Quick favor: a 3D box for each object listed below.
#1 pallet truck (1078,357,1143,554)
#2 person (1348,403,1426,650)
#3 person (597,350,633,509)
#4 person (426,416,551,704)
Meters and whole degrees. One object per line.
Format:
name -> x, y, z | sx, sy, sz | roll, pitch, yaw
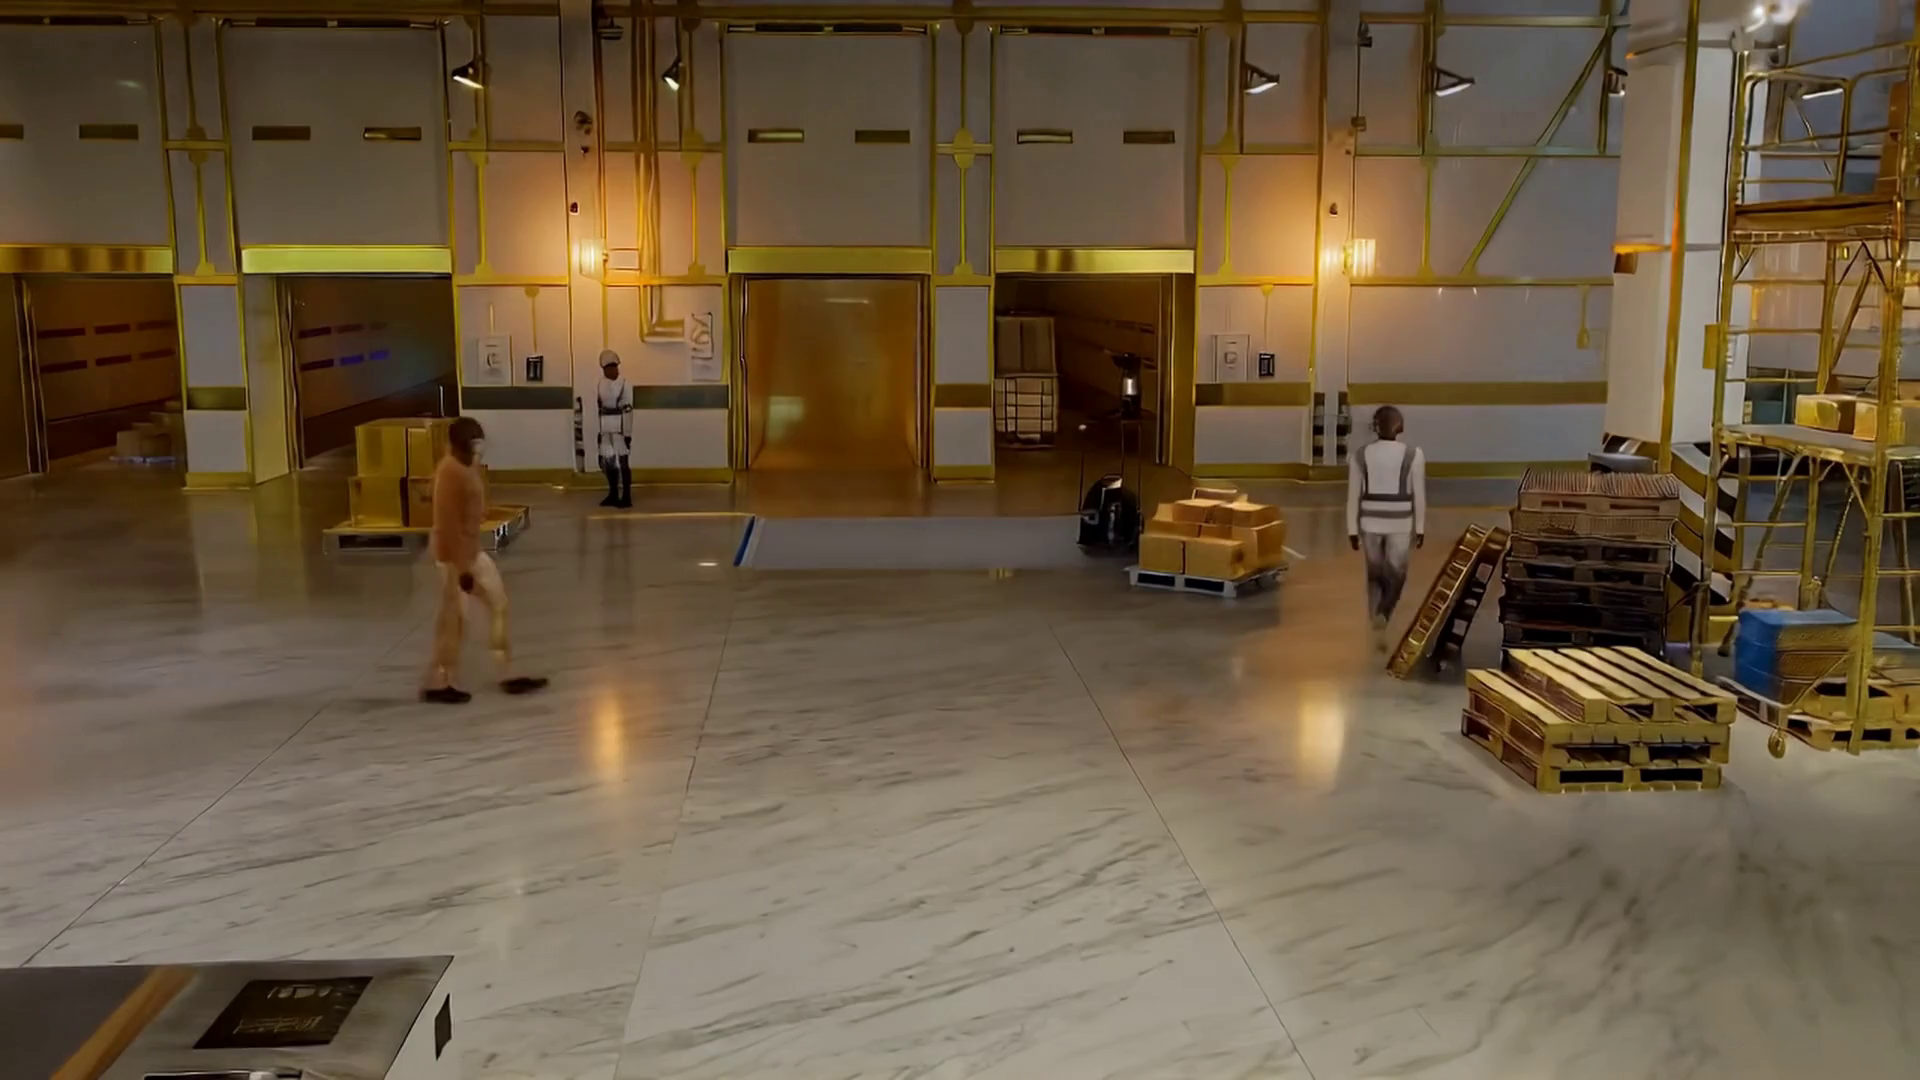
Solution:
pallet truck -> 2.088, -0.836, 16.757 | 1.885, 1.965, 0.823 | 2, 9, 13
person -> 3.191, -0.094, 12.530 | 0.575, 1.863, 0.774 | 5, 10, 27
person -> -4.202, -1.338, 20.140 | 0.544, 1.929, 0.388 | 6, 11, 34
person -> -3.131, 0.141, 10.907 | 0.896, 1.900, 0.666 | 0, 9, 1
